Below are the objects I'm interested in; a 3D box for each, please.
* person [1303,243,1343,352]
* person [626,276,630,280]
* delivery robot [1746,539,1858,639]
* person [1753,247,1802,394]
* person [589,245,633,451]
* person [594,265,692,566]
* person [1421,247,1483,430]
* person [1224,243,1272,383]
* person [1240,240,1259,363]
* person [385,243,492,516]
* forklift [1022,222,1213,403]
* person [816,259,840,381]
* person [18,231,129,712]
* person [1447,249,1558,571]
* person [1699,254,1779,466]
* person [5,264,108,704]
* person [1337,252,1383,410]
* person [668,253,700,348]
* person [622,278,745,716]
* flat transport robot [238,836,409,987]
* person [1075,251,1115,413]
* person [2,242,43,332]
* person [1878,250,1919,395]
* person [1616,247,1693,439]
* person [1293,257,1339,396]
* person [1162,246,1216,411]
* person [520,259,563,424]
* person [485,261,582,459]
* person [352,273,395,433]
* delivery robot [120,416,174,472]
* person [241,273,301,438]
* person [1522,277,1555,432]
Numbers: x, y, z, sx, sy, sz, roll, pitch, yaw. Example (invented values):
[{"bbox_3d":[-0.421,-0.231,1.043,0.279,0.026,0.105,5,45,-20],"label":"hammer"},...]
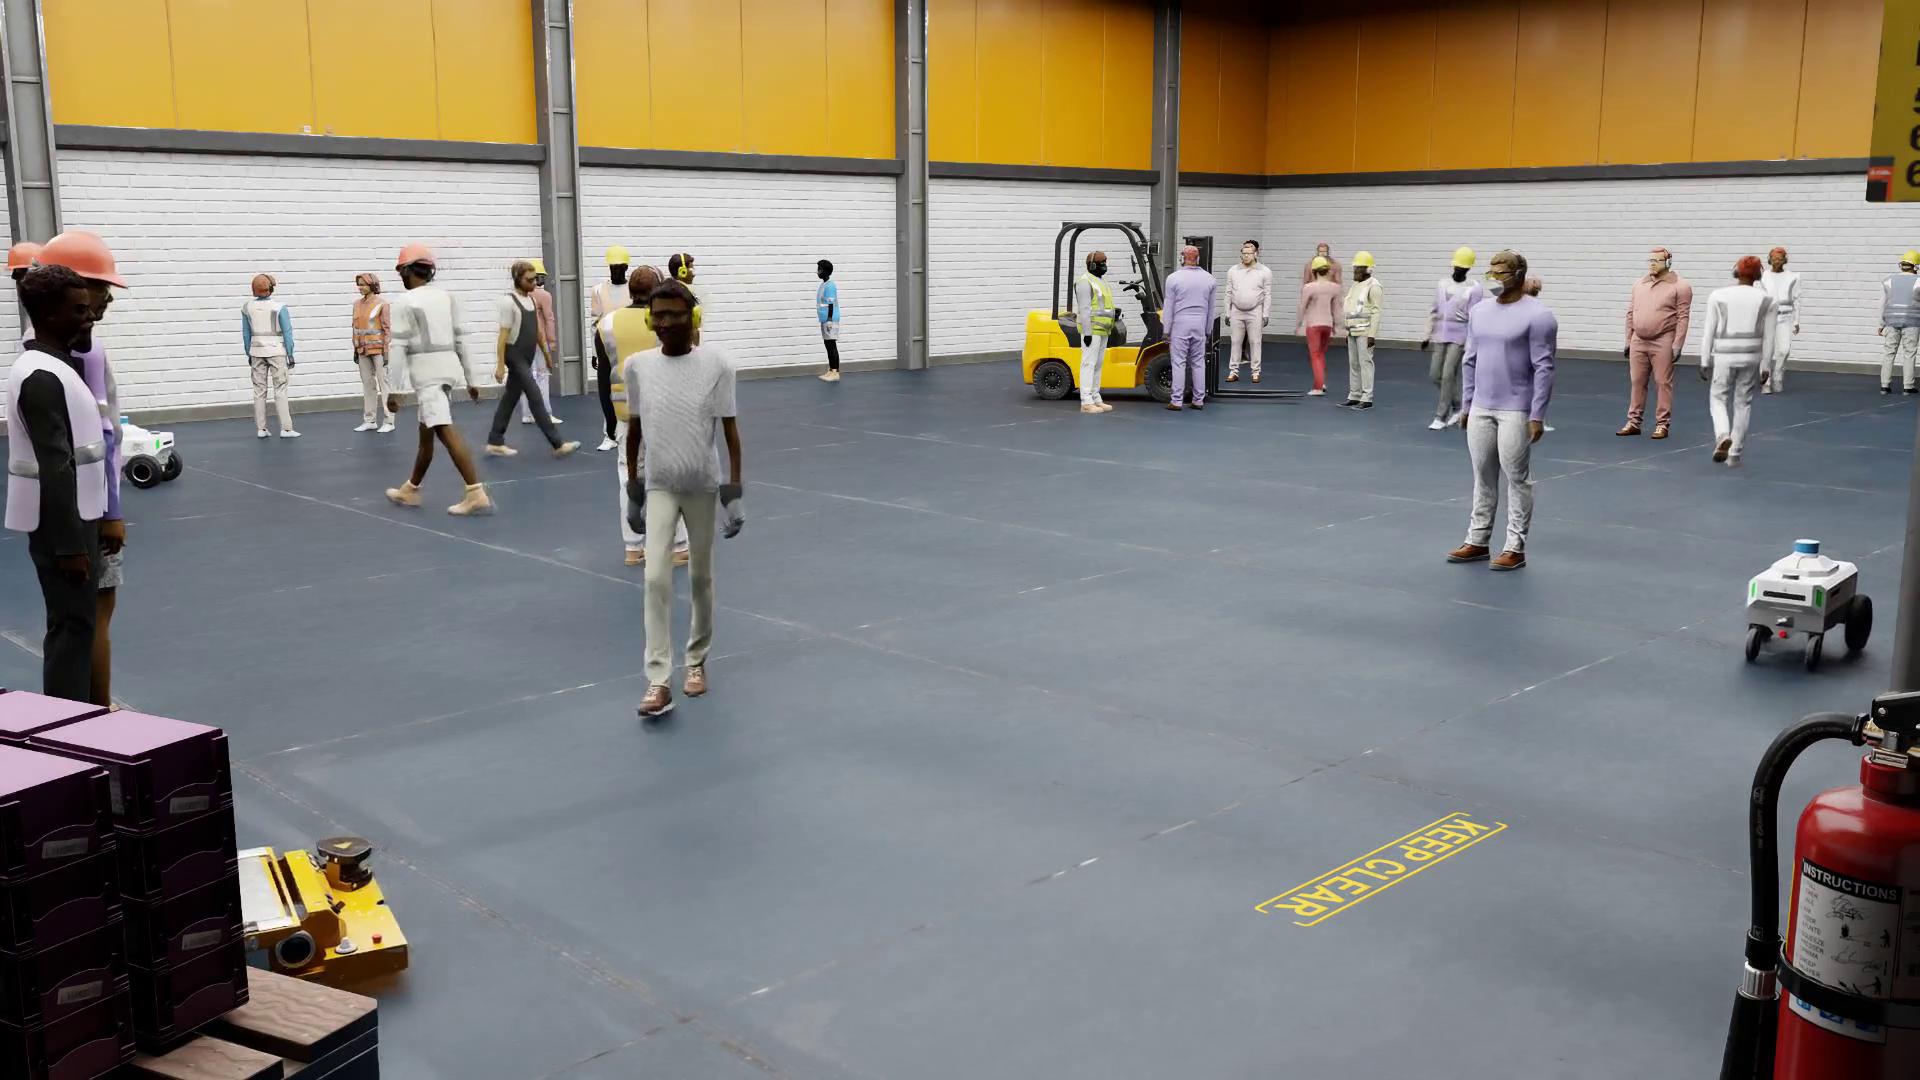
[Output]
[{"bbox_3d":[6.272,-4.170,28.746,0.663,1.869,0.860,1,10,7],"label":"person"},{"bbox_3d":[-3.391,-2.030,17.791,0.506,1.610,0.667,6,12,29],"label":"person"},{"bbox_3d":[4.070,0.242,8.026,0.477,0.478,0.707,9,14,39],"label":"delivery robot"},{"bbox_3d":[10.372,-2.787,21.193,0.619,1.874,0.416,4,11,20],"label":"person"},{"bbox_3d":[-3.188,-1.793,15.626,0.587,1.930,0.359,1,10,4],"label":"person"},{"bbox_3d":[-1.898,-0.755,10.203,0.624,1.845,0.430,2,11,11],"label":"person"},{"bbox_3d":[5.145,-2.094,17.367,0.557,1.892,0.679,-6,12,-29],"label":"person"},{"bbox_3d":[3.949,-3.115,22.899,0.641,1.908,0.407,4,11,19],"label":"person"},{"bbox_3d":[4.552,-3.775,26.386,0.406,1.954,0.610,8,13,36],"label":"person"},{"bbox_3d":[-3.867,-1.164,12.135,1.098,1.970,0.688,5,11,24],"label":"person"},{"bbox_3d":[1.935,-2.847,20.651,2.313,2.155,1.214,2,11,13],"label":"forklift"},{"bbox_3d":[-1.839,-3.053,23.156,0.321,1.690,0.536,-3,11,-17],"label":"person"},{"bbox_3d":[-3.393,-0.168,6.478,0.609,2.035,0.404,10,14,43],"label":"person"},{"bbox_3d":[3.298,-0.784,10.100,0.379,1.940,0.629,-6,12,-31],"label":"person"},{"bbox_3d":[6.778,-1.555,14.495,0.591,1.864,0.538,4,11,20],"label":"person"},{"bbox_3d":[-3.286,-0.042,6.108,0.377,1.917,0.599,-5,12,-27],"label":"person"},{"bbox_3d":[4.648,-2.423,19.325,0.404,1.830,0.602,-3,11,-15],"label":"person"},{"bbox_3d":[-2.464,-1.590,14.704,0.514,1.864,0.332,7,13,35],"label":"person"},{"bbox_3d":[-1.179,-0.174,7.056,0.542,1.829,0.864,0,10,-1],"label":"person"},{"bbox_3d":[-2.278,1.087,4.444,1.431,0.197,0.652,-6,12,-28],"label":"flat transport robot"},{"bbox_3d":[1.561,-2.382,19.077,0.429,1.844,0.627,5,11,25],"label":"person"},{"bbox_3d":[-6.352,-1.076,11.590,0.431,1.973,0.649,-6,12,-30],"label":"person"},{"bbox_3d":[11.990,-2.753,21.125,0.403,1.830,0.600,-10,14,-43],"label":"person"},{"bbox_3d":[6.937,-1.969,16.647,0.409,1.909,0.641,-8,13,-39],"label":"person"},{"bbox_3d":[4.489,-2.696,21.040,0.535,1.749,0.556,-5,11,-23],"label":"person"},{"bbox_3d":[2.627,-2.439,19.235,0.647,1.905,0.401,-4,11,-20],"label":"person"},{"bbox_3d":[-4.548,-2.113,17.823,0.526,1.765,0.329,5,12,25],"label":"person"},{"bbox_3d":[-3.903,-1.612,15.034,0.973,1.783,0.638,2,11,10],"label":"person"},{"bbox_3d":[-6.044,-1.923,17.123,0.516,1.641,0.308,5,12,26],"label":"person"},{"bbox_3d":[-6.776,-0.760,13.462,0.707,0.478,0.477,0,10,-4],"label":"delivery robot"},{"bbox_3d":[-6.890,-1.827,16.592,0.514,1.645,0.309,1,10,6],"label":"person"},{"bbox_3d":[5.710,-1.882,17.024,0.835,1.606,0.530,-4,11,-21],"label":"person"}]
